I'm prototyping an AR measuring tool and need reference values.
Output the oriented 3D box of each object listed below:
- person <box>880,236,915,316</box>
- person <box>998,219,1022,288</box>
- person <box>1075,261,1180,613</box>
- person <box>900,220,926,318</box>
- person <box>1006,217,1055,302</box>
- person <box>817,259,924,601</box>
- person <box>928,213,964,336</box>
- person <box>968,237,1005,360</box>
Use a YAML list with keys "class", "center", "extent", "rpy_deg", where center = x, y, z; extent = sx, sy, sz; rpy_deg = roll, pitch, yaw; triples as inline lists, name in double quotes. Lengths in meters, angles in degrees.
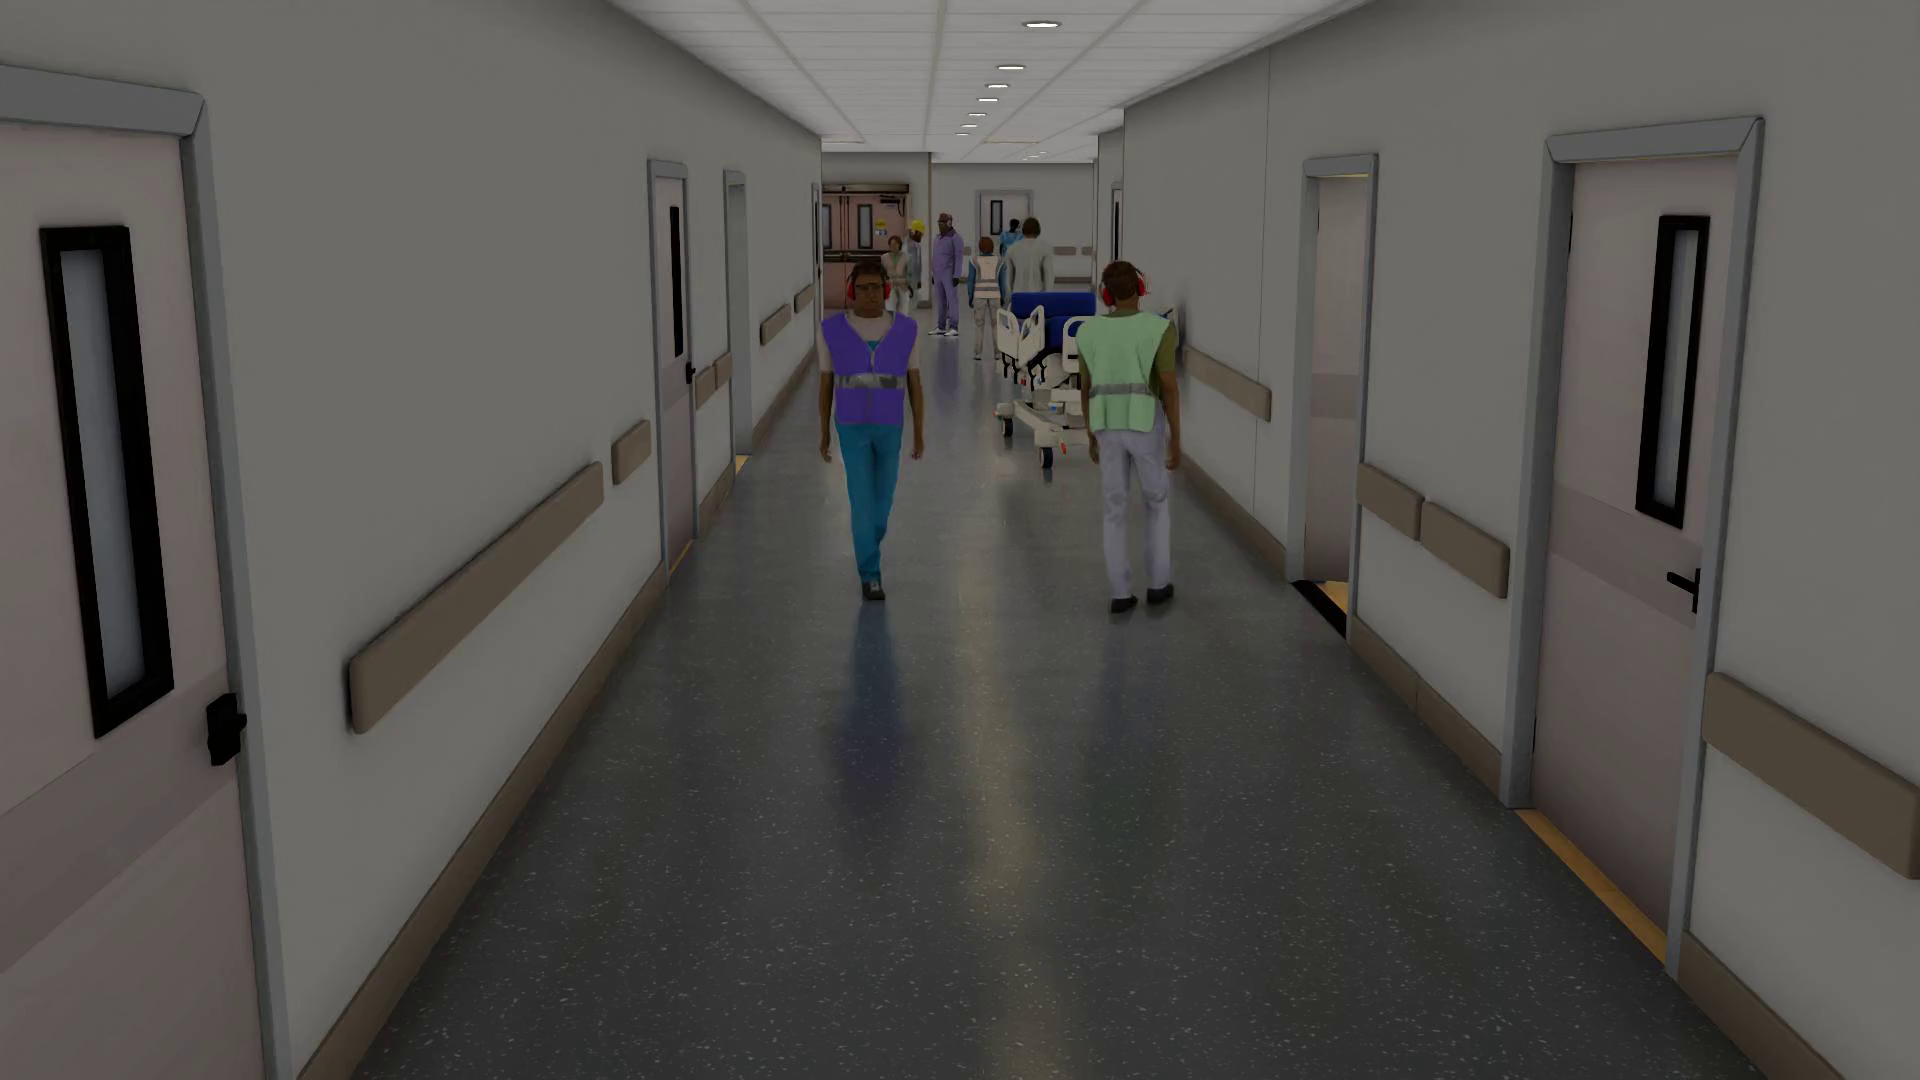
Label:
- class: "person"
  center: [-0.920, -3.661, 24.424]
  extent: [0.527, 1.591, 0.857]
  rpy_deg: [1, 12, 7]
- class: "person"
  center: [1.110, -6.521, 38.162]
  extent: [0.643, 1.671, 0.417]
  rpy_deg: [1, 12, 4]
- class: "person"
  center: [0.886, -0.547, 8.741]
  extent: [0.608, 1.804, 0.644]
  rpy_deg: [5, 13, 23]
- class: "person"
  center: [-0.766, -4.155, 26.365]
  extent: [0.540, 1.788, 0.631]
  rpy_deg: [3, 12, 16]
- class: "person"
  center: [0.908, -3.082, 20.874]
  extent: [0.656, 1.889, 0.988]
  rpy_deg: [4, 12, 20]
- class: "person"
  center: [-0.500, -0.636, 9.158]
  extent: [0.574, 1.819, 0.869]
  rpy_deg: [-3, 12, -14]
- class: "person"
  center: [-0.235, -4.151, 26.051]
  extent: [0.407, 1.910, 0.639]
  rpy_deg: [-10, 15, -39]
- class: "person"
  center: [0.356, -3.213, 22.168]
  extent: [0.511, 1.632, 0.317]
  rpy_deg: [-2, 12, -8]
